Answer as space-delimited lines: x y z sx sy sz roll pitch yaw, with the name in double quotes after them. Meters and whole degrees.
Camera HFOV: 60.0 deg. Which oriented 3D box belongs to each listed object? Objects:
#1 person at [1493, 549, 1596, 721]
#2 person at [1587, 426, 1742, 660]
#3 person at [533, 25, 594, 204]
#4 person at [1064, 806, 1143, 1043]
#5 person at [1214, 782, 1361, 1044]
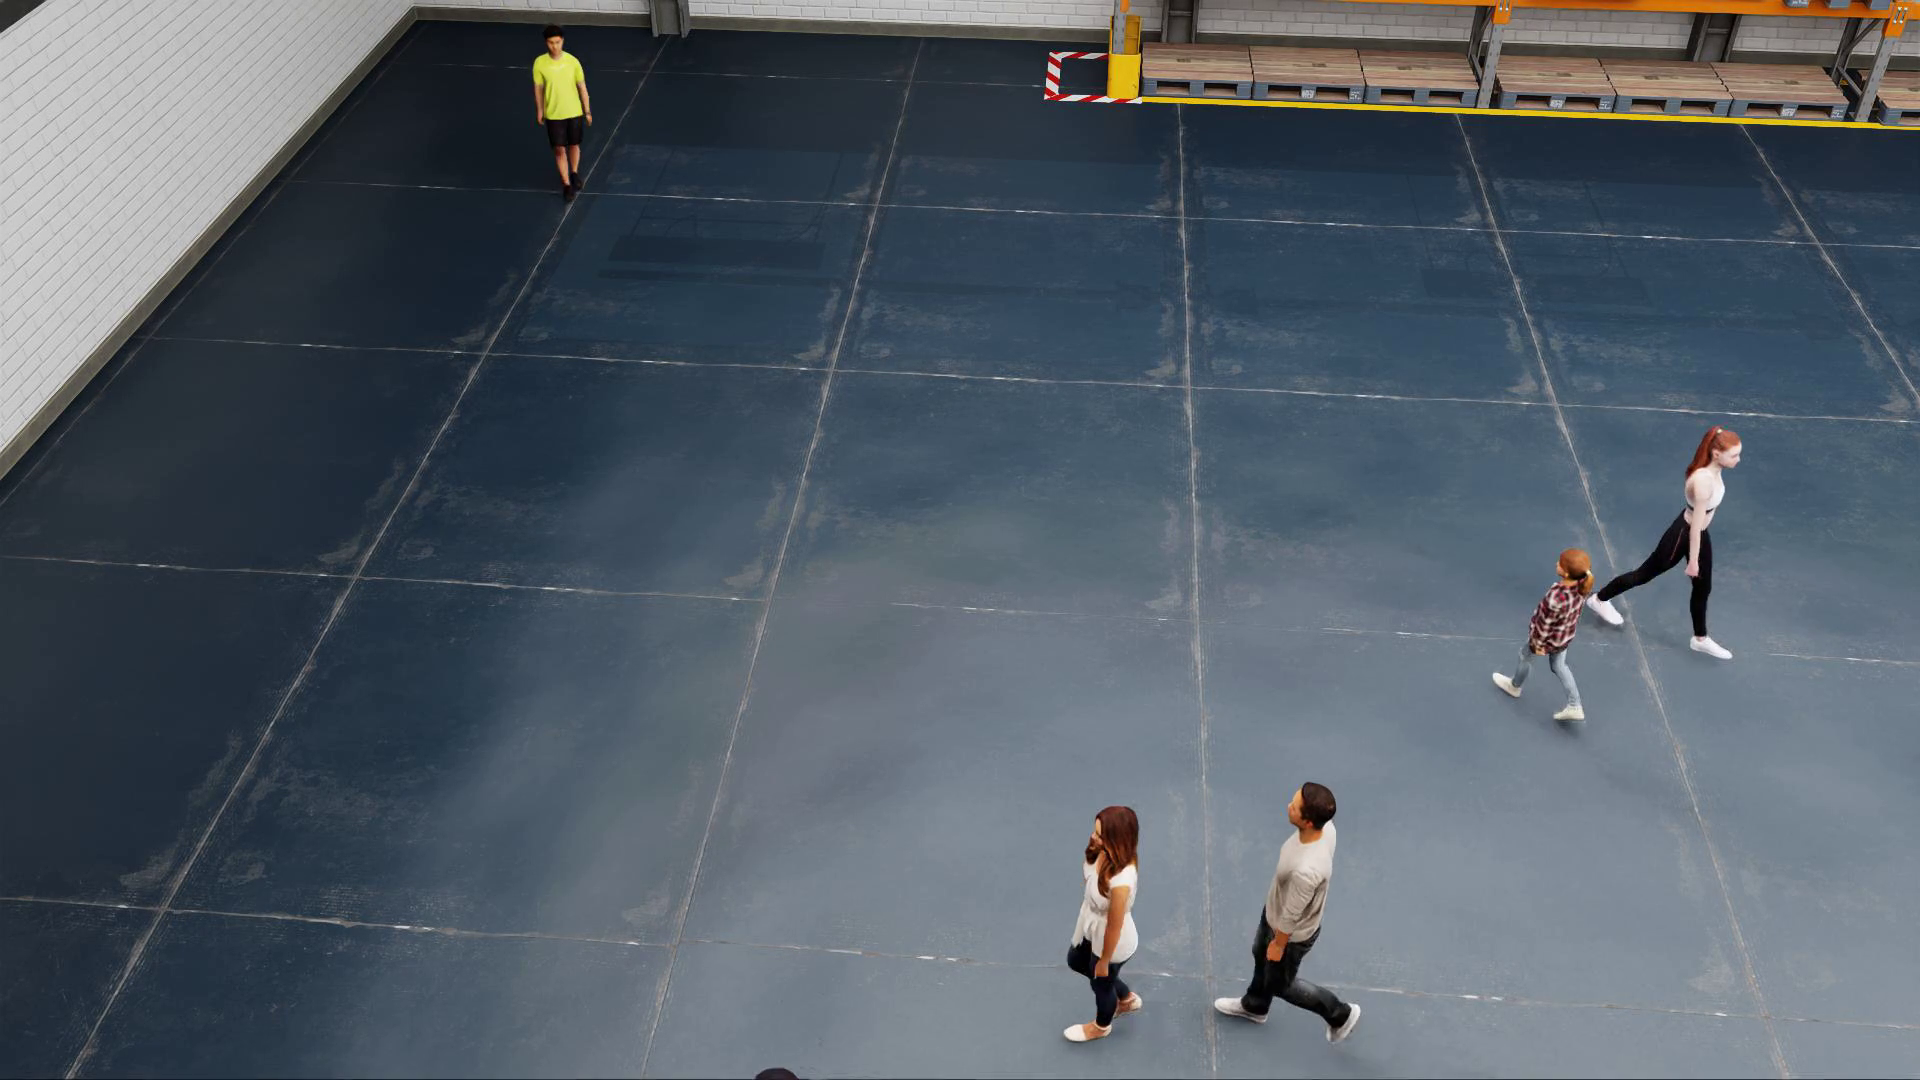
3.786 0.607 10.457 0.893 1.288 0.908 -22 44 -26 "person"
4.651 -0.011 10.909 1.275 1.691 1.035 25 45 28 "person"
-3.875 -4.200 16.154 0.912 1.691 0.927 -14 41 -17 "person"
0.821 1.953 8.381 0.731 1.777 0.695 -6 39 -7 "person"
1.753 1.929 8.397 0.995 1.794 0.723 8 39 10 "person"
